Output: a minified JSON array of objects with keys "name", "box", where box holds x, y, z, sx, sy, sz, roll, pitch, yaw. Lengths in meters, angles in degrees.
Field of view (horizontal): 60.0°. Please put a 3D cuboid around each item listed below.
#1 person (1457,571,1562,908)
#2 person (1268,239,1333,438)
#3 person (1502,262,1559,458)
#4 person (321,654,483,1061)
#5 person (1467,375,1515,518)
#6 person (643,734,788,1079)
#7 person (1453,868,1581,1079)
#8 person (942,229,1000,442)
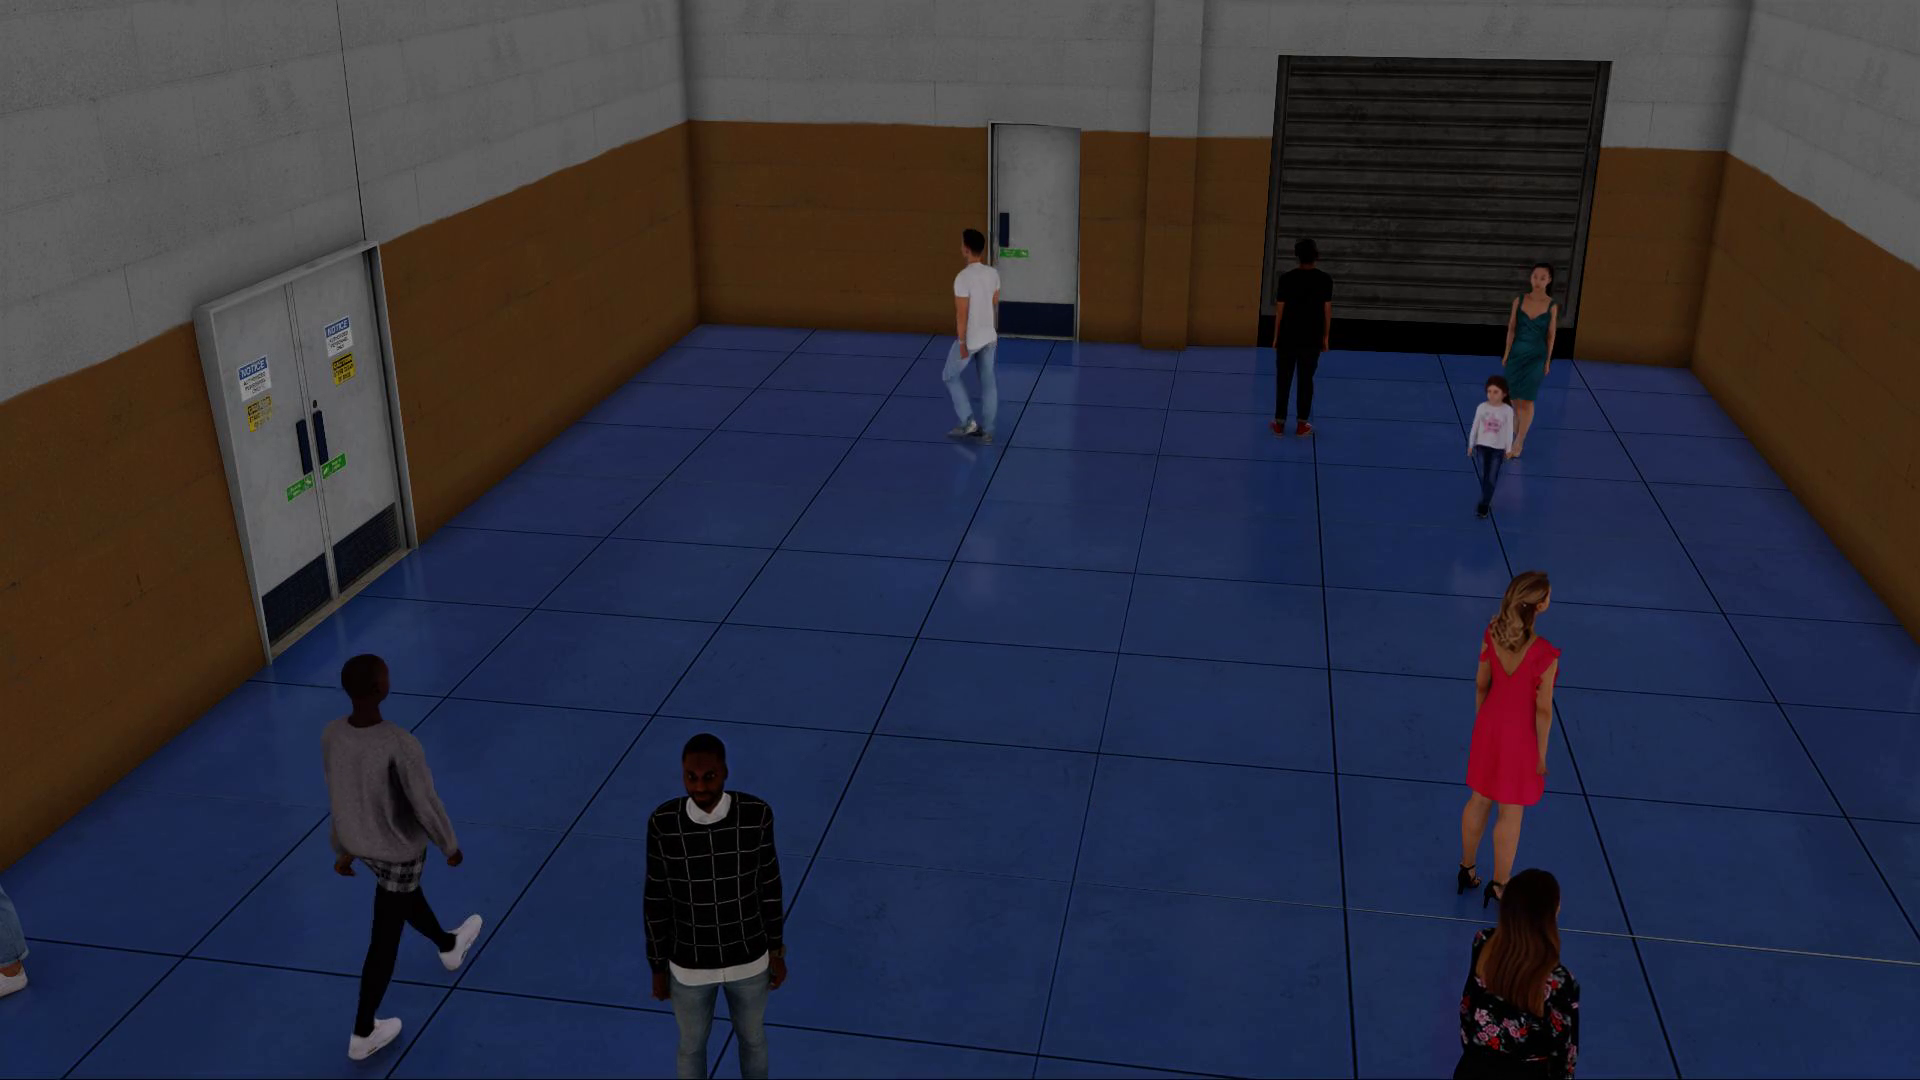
[{"name":"person","box":[2.593,0.941,7.894,0.714,1.728,0.661,-13,26,-30]},{"name":"person","box":[2.977,-1.773,14.616,0.515,1.752,0.711,5,22,11]},{"name":"person","box":[4.839,-1.534,14.125,0.721,1.674,0.753,14,26,31]},{"name":"person","box":[-2.435,1.340,6.903,1.151,1.726,0.871,8,23,20]},{"name":"person","box":[4.162,-0.756,12.964,0.678,1.096,0.680,16,27,34]},{"name":"person","box":[-0.913,1.538,6.282,0.623,1.821,0.800,-4,22,-9]},{"name":"person","box":[1.873,1.852,5.690,0.706,1.680,0.635,-17,27,-35]},{"name":"person","box":[0.193,-1.739,14.399,0.810,1.850,0.863,-16,27,-35]}]
